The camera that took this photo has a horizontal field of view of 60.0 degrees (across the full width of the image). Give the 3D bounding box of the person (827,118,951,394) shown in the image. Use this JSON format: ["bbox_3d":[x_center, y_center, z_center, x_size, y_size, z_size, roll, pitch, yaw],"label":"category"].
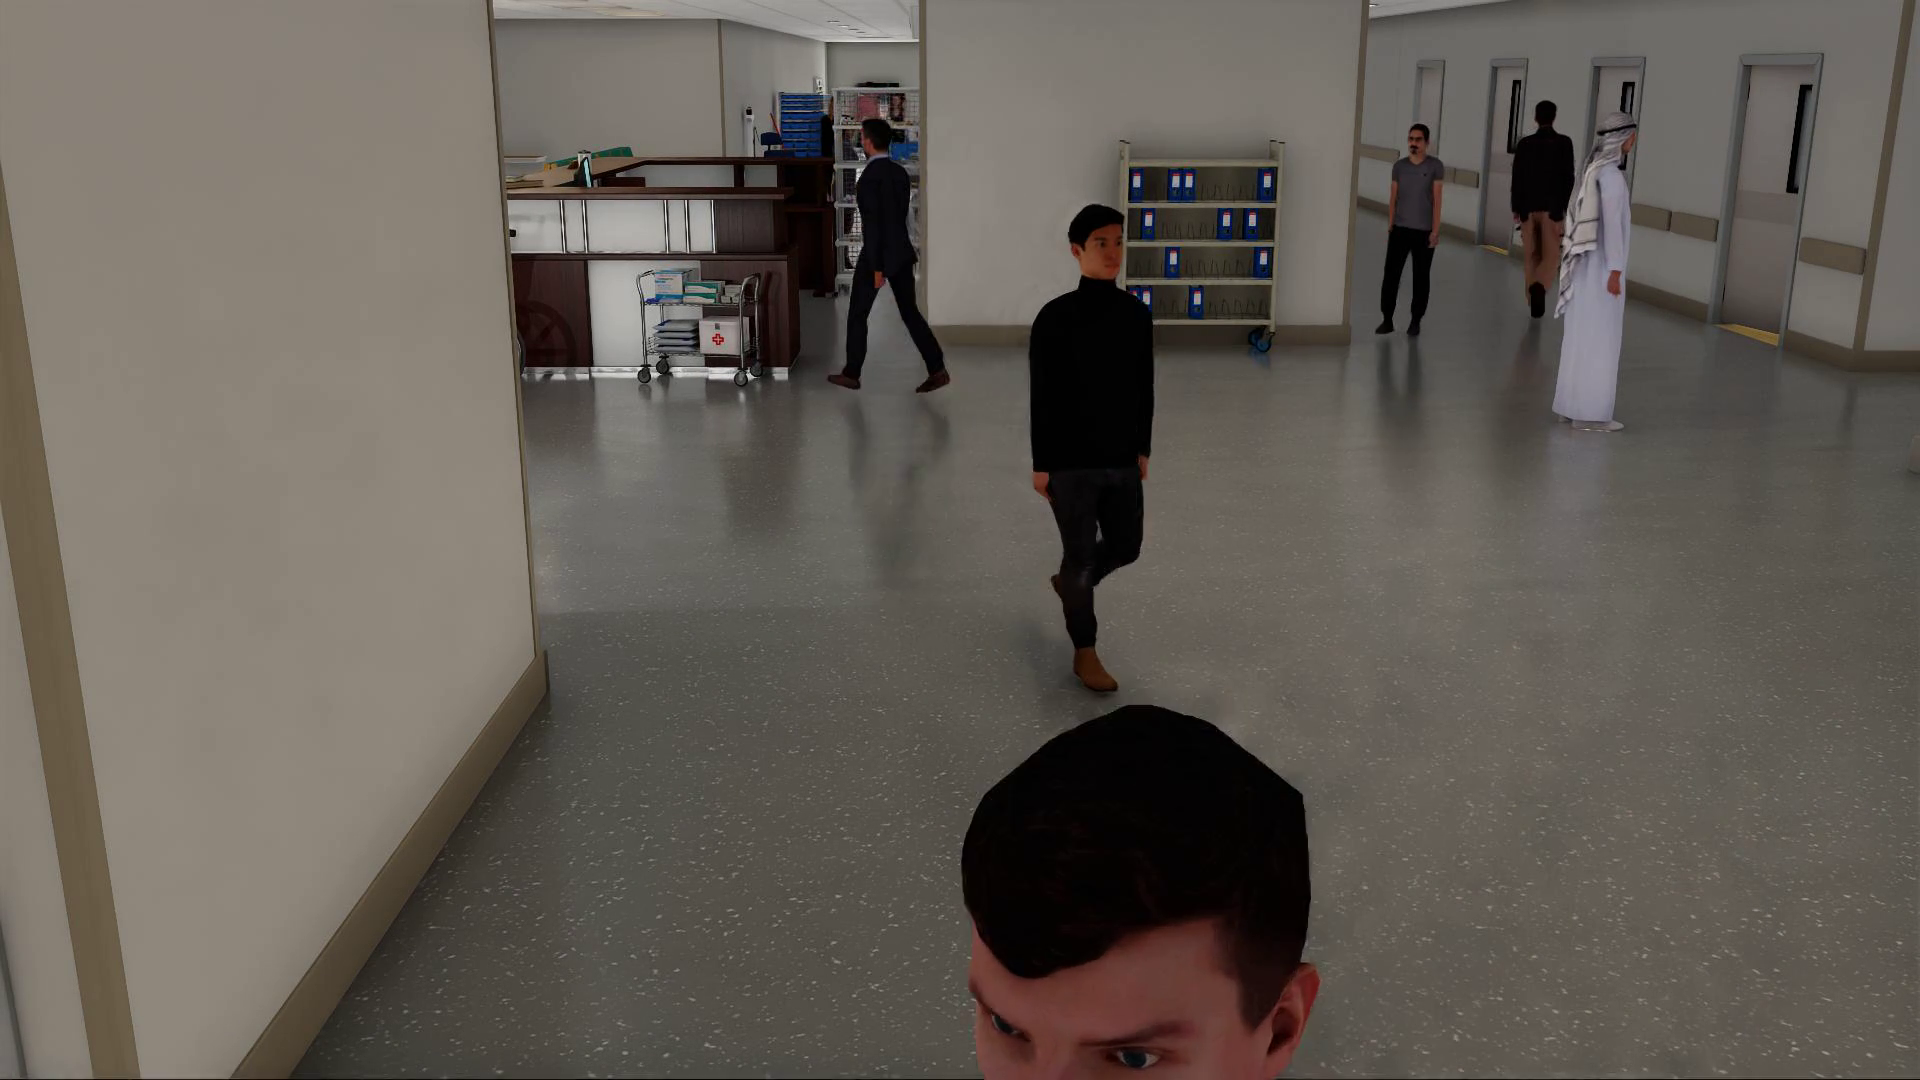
[{"bbox_3d":[-0.430,-1.852,11.174,1.281,1.823,1.152,12,20,37],"label":"person"}]

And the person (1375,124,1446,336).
[{"bbox_3d":[3.827,-2.582,13.927,0.873,1.734,0.871,7,17,25],"label":"person"}]

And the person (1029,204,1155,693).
[{"bbox_3d":[0.447,-0.337,6.010,0.914,1.710,0.900,-7,17,-23],"label":"person"}]

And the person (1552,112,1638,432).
[{"bbox_3d":[3.954,-1.668,10.323,0.616,1.931,0.685,0,16,-1],"label":"person"}]

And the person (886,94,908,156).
[{"bbox_3d":[-1.247,-7.797,32.450,1.046,1.721,0.703,1,16,4],"label":"person"}]

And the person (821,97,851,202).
[{"bbox_3d":[-1.929,-5.908,25.624,0.607,1.788,0.698,1,16,3],"label":"person"}]

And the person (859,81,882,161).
[{"bbox_3d":[-1.917,-8.763,35.483,1.083,1.936,0.832,3,16,10],"label":"person"}]

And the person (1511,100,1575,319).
[{"bbox_3d":[5.132,-2.887,14.704,1.097,1.901,1.032,8,18,26],"label":"person"}]

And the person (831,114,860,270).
[{"bbox_3d":[-1.286,-3.817,18.359,0.614,1.707,0.632,6,17,19],"label":"person"}]

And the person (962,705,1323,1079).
[{"bbox_3d":[0.158,0.961,1.178,0.737,1.834,0.829,7,17,24],"label":"person"}]
